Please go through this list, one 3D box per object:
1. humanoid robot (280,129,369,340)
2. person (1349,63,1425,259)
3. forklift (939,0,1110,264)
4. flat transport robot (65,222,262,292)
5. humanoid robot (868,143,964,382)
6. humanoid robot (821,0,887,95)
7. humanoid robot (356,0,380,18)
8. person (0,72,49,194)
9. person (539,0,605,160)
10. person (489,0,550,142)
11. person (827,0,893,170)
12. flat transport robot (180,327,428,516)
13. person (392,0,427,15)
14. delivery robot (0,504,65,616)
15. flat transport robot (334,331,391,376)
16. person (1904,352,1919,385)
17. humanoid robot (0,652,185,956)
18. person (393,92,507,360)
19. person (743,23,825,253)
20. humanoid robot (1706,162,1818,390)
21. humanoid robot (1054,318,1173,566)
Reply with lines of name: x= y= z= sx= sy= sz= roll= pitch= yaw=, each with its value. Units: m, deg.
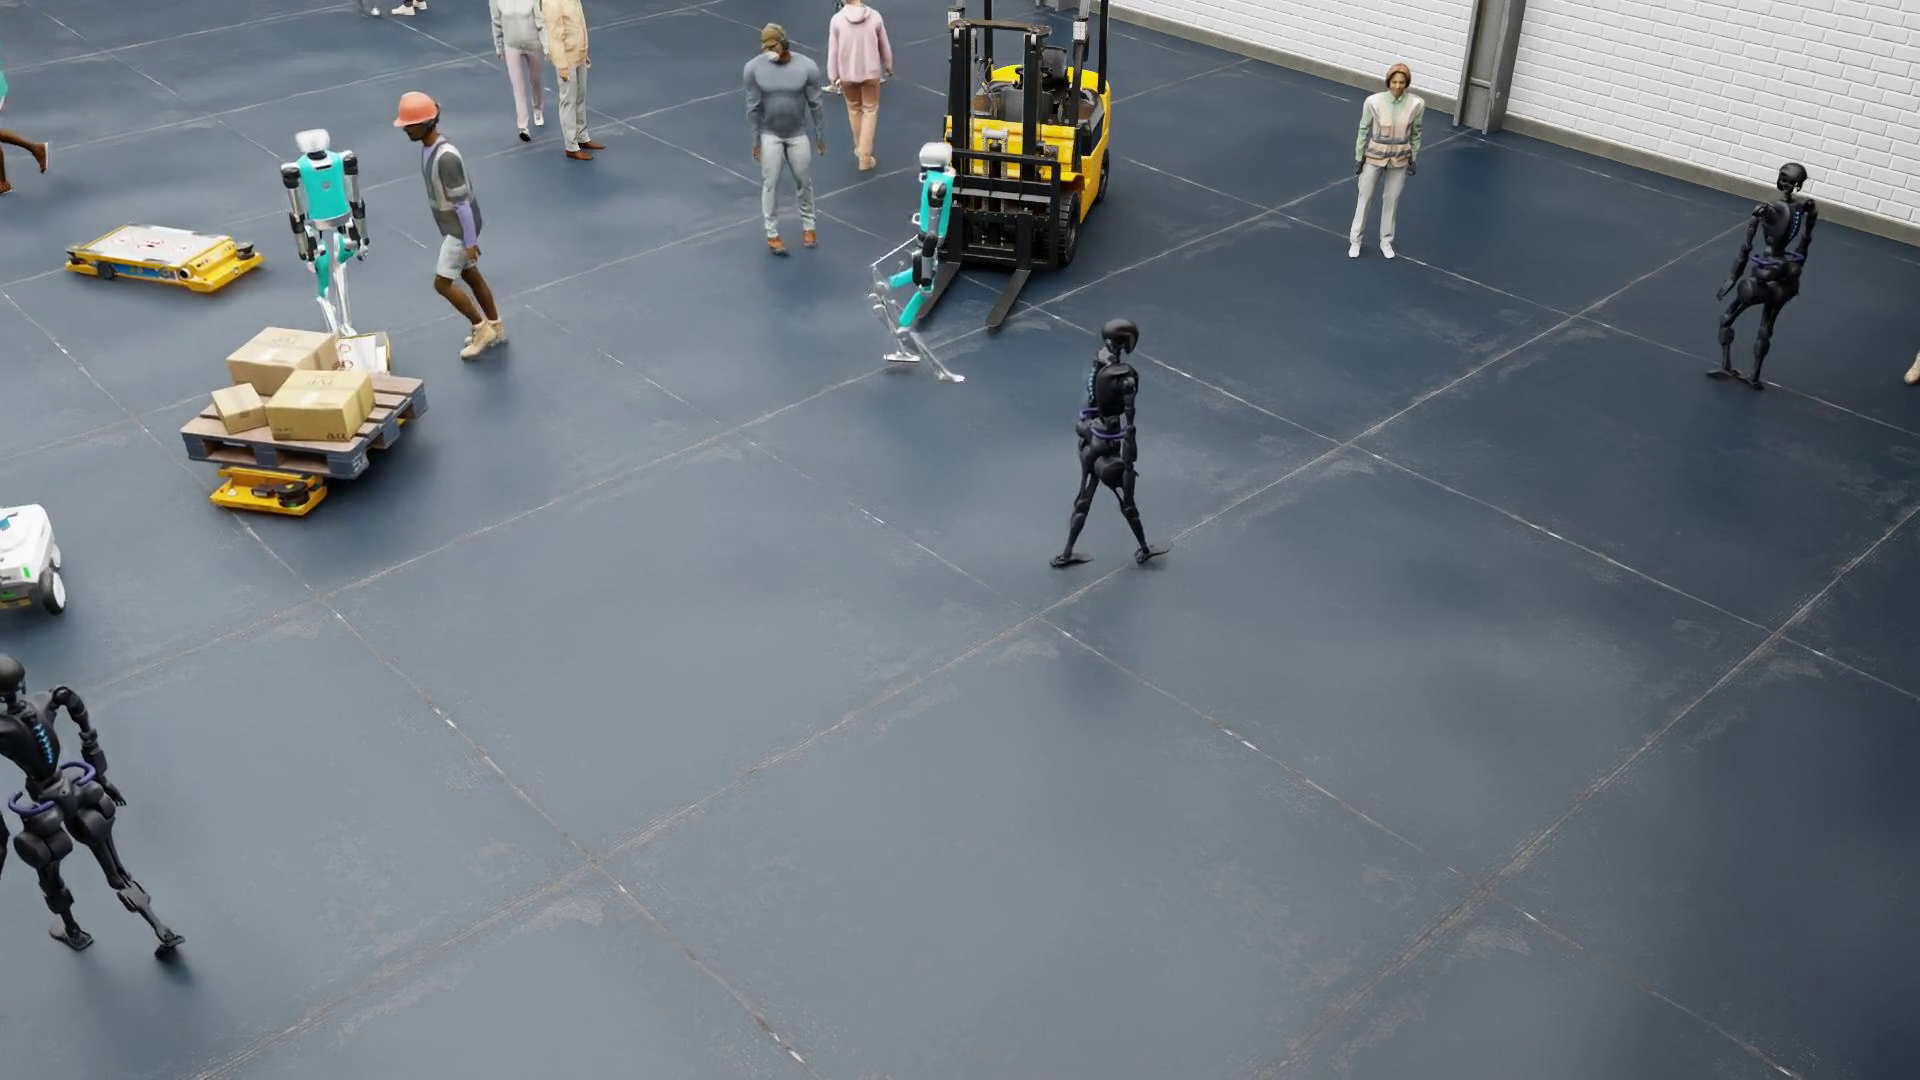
humanoid robot: x=-4.669 y=-2.200 z=12.258 sx=0.531 sy=1.809 sz=0.812 roll=-21 pitch=39 yaw=-29
person: x=3.509 y=-3.114 z=13.701 sx=0.522 sy=1.638 sz=0.308 roll=1 pitch=33 yaw=2
forklift: x=0.570 y=-3.725 z=14.138 sx=1.214 sy=2.155 sz=2.313 roll=9 pitch=34 yaw=13
flat transport robot: x=-6.603 y=-2.344 z=13.775 sx=1.431 sy=0.231 sz=0.659 roll=10 pitch=34 yaw=15
humanoid robot: x=-0.357 y=-1.958 z=11.849 sx=0.900 sy=1.771 sz=0.544 roll=2 pitch=33 yaw=3
humanoid robot: x=-1.038 y=-5.446 z=17.195 sx=1.017 sy=1.732 sz=0.530 roll=-17 pitch=37 yaw=-24
humanoid robot: x=-7.076 y=-7.040 z=19.672 sx=0.534 sy=1.811 sz=0.756 roll=-12 pitch=35 yaw=-18
person: x=-8.688 y=-3.988 z=14.872 sx=0.648 sy=1.820 sz=0.540 roll=-25 pitch=40 yaw=-33
person: x=-3.694 y=-4.553 z=15.700 sx=0.409 sy=1.877 sz=0.556 roll=7 pitch=34 yaw=11
person: x=-4.255 y=-4.780 z=16.187 sx=0.532 sy=1.713 sz=0.945 roll=-7 pitch=34 yaw=-11
person: x=-0.934 y=-4.343 z=15.485 sx=0.583 sy=1.743 sz=0.578 roll=0 pitch=33 yaw=0
flat transport robot: x=-4.320 y=-0.625 z=11.133 sx=0.659 sy=0.231 sz=1.431 roll=7 pitch=34 yaw=11
person: x=-6.699 y=-7.237 z=19.844 sx=0.432 sy=1.859 sz=0.789 roll=7 pitch=34 yaw=10
delivery robot: x=-5.539 y=0.126 z=9.723 sx=0.499 sy=0.601 sz=0.798 roll=-10 pitch=34 yaw=-15
flat transport robot: x=-4.413 y=-1.108 z=11.876 sx=0.659 sy=0.231 sz=1.431 roll=-9 pitch=34 yaw=-14
person: x=7.106 y=-1.783 z=11.624 sx=0.547 sy=1.666 sz=0.466 roll=25 pitch=41 yaw=33
humanoid robot: x=-3.828 y=1.179 z=7.108 sx=0.740 sy=1.641 sz=0.589 roll=17 pitch=37 yaw=24
person: x=-3.683 y=-2.268 z=12.077 sx=0.559 sy=2.010 sz=0.622 roll=-16 pitch=36 yaw=-23
person: x=-1.438 y=-3.331 z=13.780 sx=0.650 sy=1.920 sz=0.453 roll=-3 pitch=33 yaw=-5
humanoid robot: x=5.706 y=-1.864 z=11.744 sx=0.599 sy=1.644 sz=0.364 roll=-8 pitch=34 yaw=-11
humanoid robot: x=0.910 y=-0.575 z=9.794 sx=0.735 sy=1.633 sz=0.596 roll=-11 pitch=35 yaw=-16
